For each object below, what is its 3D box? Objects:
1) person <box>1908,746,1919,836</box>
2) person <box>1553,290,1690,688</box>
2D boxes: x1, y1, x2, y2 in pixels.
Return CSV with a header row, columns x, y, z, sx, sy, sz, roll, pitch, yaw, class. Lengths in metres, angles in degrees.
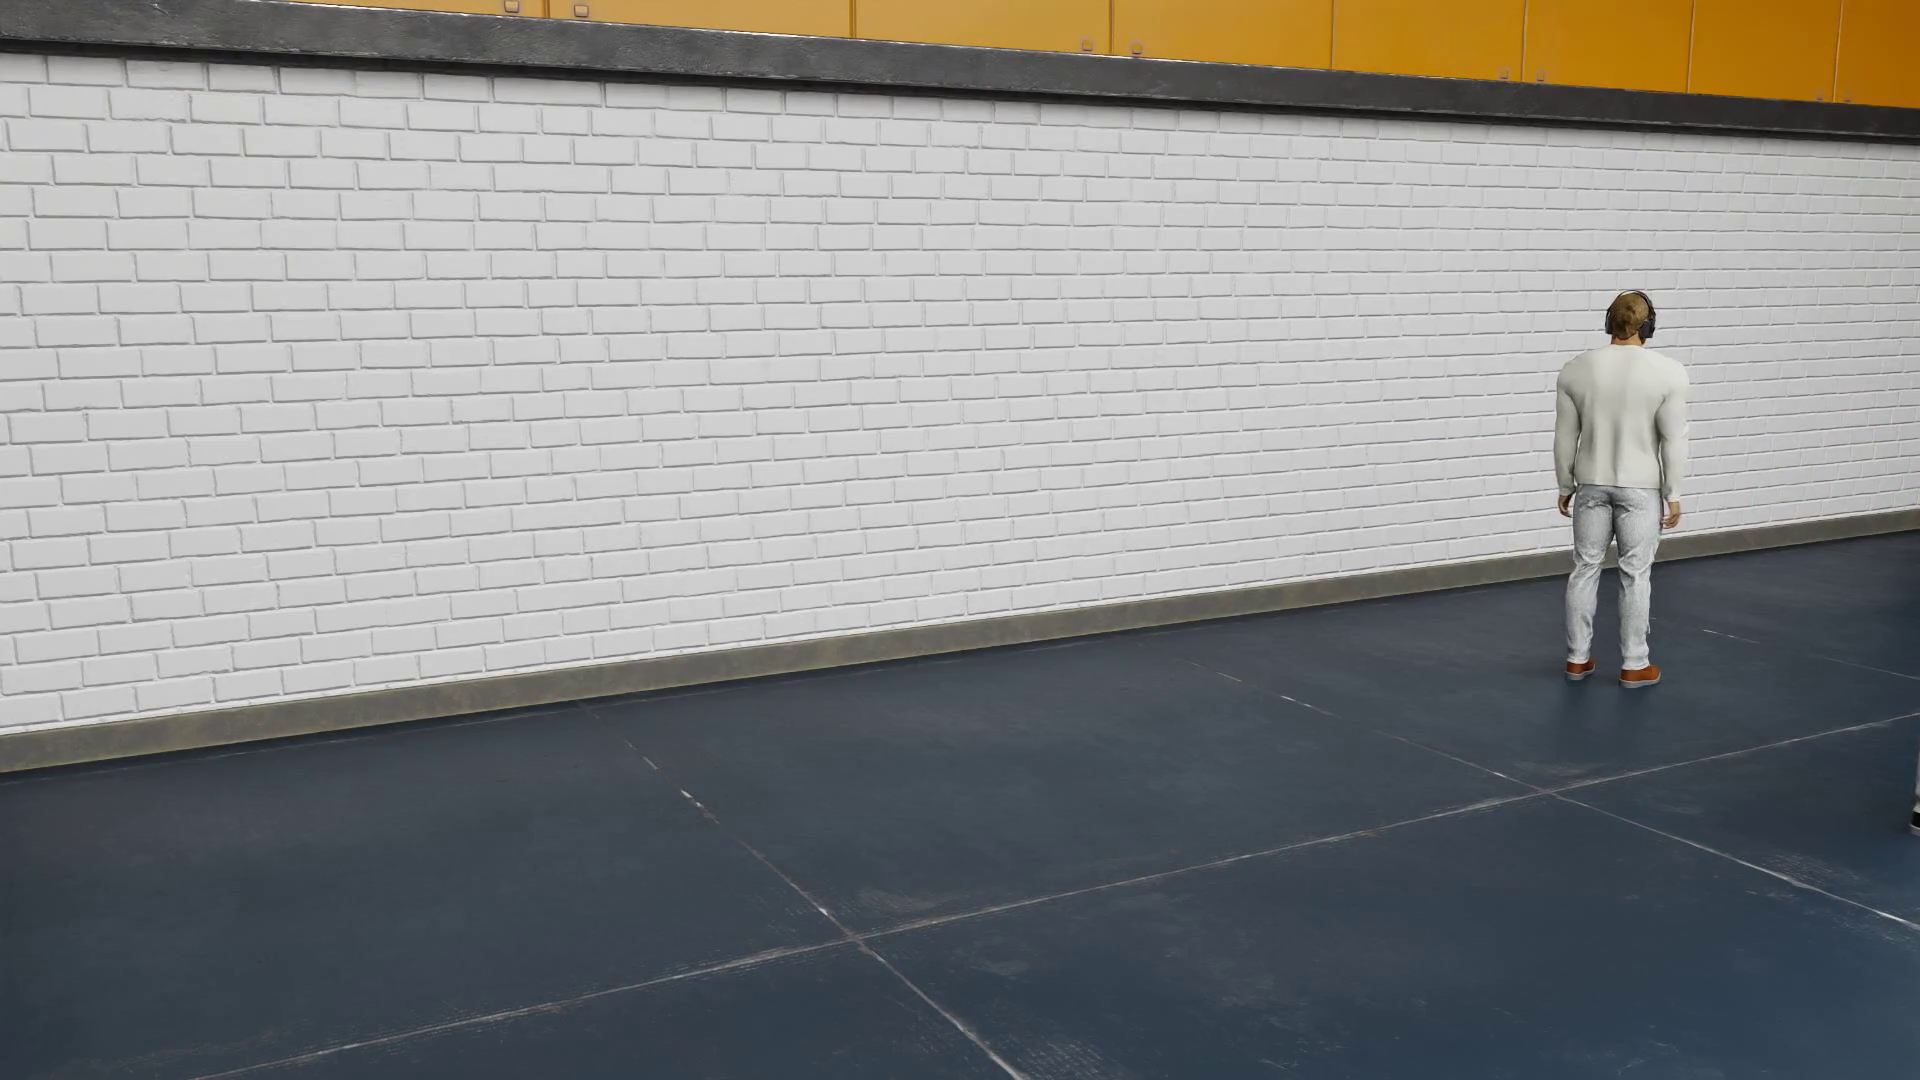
x,y,z,sx,sy,sz,roll,pitch,yaw,class
3.718,0.187,6.011,0.403,1.824,0.599,10,14,44,person
3.227,-0.245,8.148,0.635,1.939,0.367,8,13,38,person
